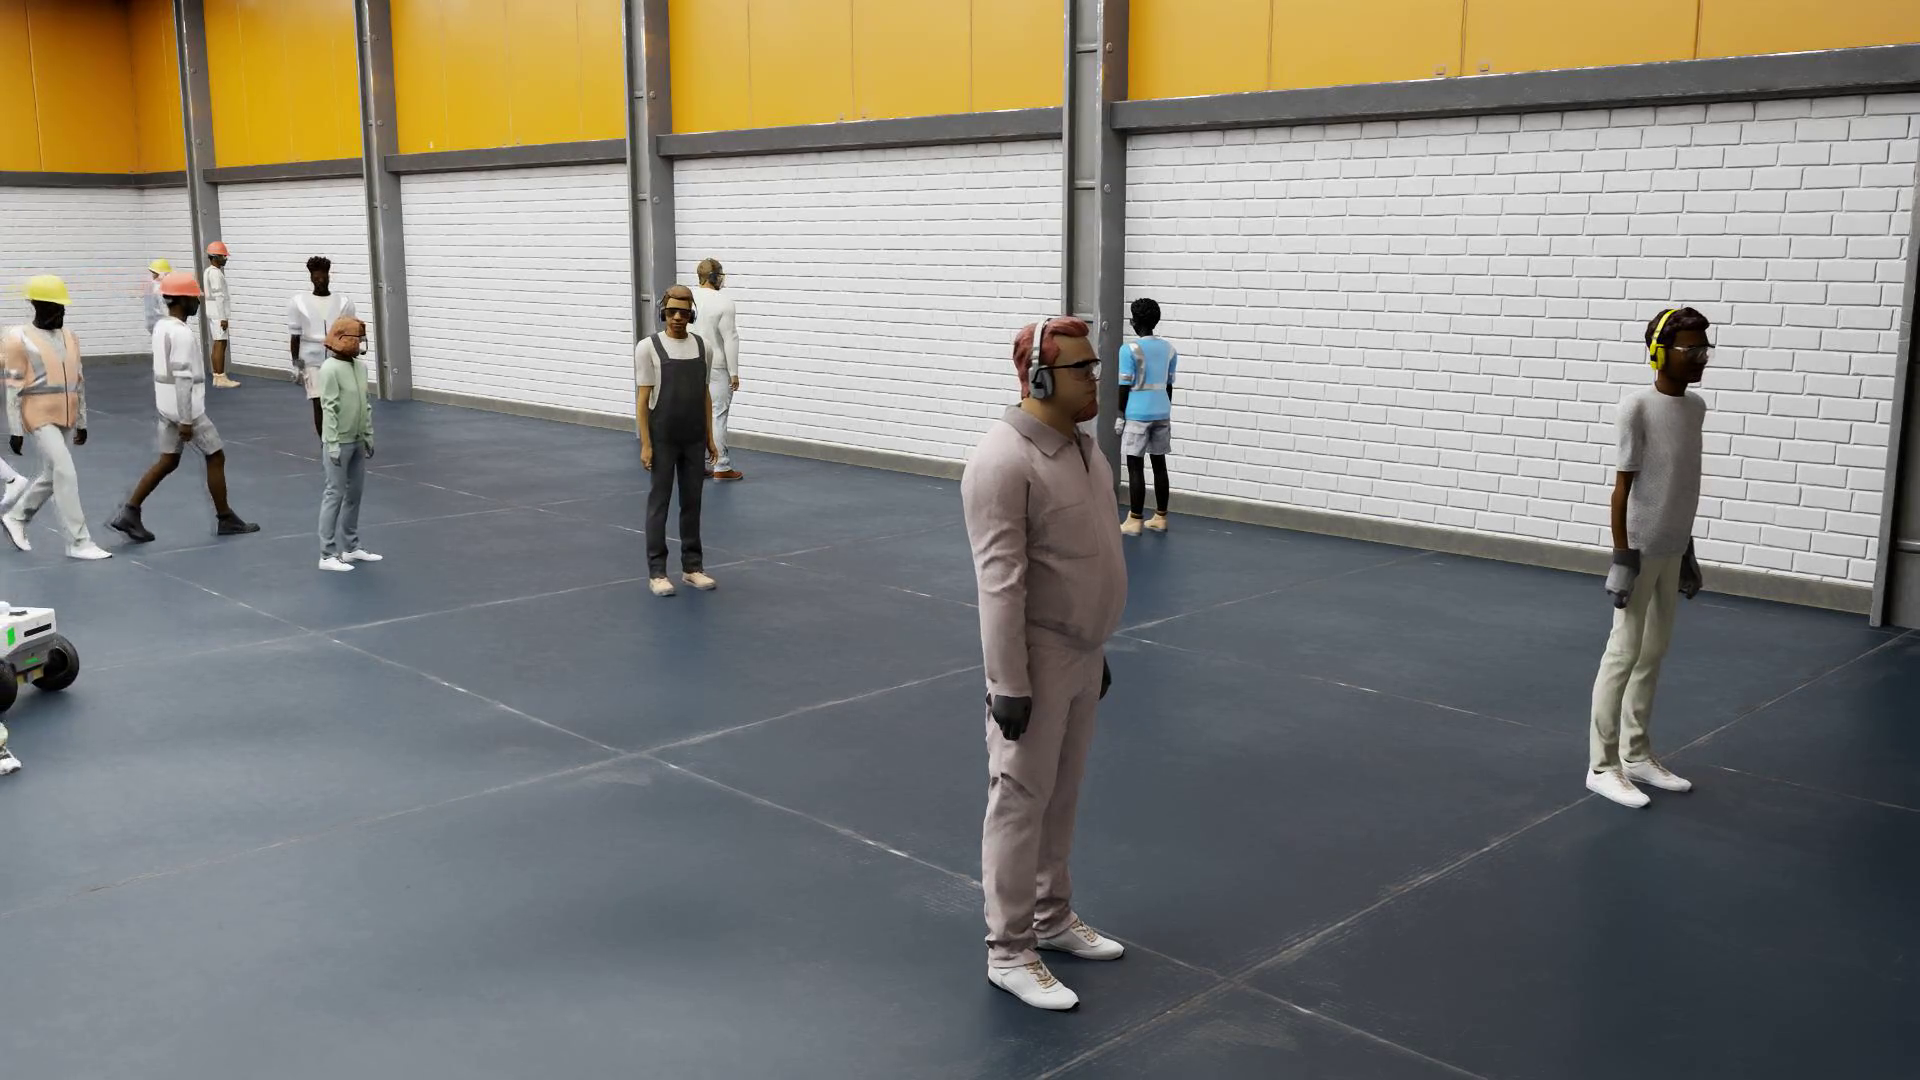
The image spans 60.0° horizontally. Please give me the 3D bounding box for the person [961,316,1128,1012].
[{"bbox_3d":[0.267,0.332,4.687,0.407,1.913,0.641,5,12,26],"label":"person"}]

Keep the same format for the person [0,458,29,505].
[{"bbox_3d":[-7.863,-1.175,13.107,0.888,1.841,0.520,-1,10,-5],"label":"person"}]

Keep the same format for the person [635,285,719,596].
[{"bbox_3d":[-1.677,-0.594,9.928,0.505,1.842,0.345,-8,13,-38],"label":"person"}]

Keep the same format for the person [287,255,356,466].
[{"bbox_3d":[-5.868,-1.648,15.366,0.613,1.947,0.415,-5,12,-26],"label":"person"}]

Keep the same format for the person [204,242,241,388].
[{"bbox_3d":[-10.357,-3.151,23.323,0.382,2.040,0.616,-7,12,-32],"label":"person"}]

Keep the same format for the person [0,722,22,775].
[{"bbox_3d":[-4.156,0.129,6.676,0.869,1.588,0.522,8,13,37],"label":"person"}]

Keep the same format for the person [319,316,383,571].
[{"bbox_3d":[-3.933,-0.619,10.683,0.321,1.623,0.512,2,11,10],"label":"person"}]

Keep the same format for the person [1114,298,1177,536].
[{"bbox_3d":[1.322,-0.877,11.884,0.532,1.691,0.318,-8,13,-38],"label":"person"}]

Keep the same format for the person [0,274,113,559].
[{"bbox_3d":[-6.084,-0.815,11.028,0.896,1.890,0.587,2,11,13],"label":"person"}]

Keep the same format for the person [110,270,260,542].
[{"bbox_3d":[-5.497,-0.929,11.617,0.938,1.904,0.557,-10,14,-43],"label":"person"}]

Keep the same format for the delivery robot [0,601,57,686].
[{"bbox_3d":[-4.531,0.429,7.602,0.707,0.478,0.477,2,10,9],"label":"delivery robot"}]

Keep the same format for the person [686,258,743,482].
[{"bbox_3d":[-2.177,-1.468,14.434,0.635,1.935,0.349,6,12,30],"label":"person"}]

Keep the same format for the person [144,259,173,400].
[{"bbox_3d":[-10.301,-2.717,21.538,0.600,1.827,0.404,10,14,43],"label":"person"}]

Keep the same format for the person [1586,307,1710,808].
[{"bbox_3d":[2.635,0.060,6.286,0.513,1.871,0.329,-7,13,-35],"label":"person"}]
